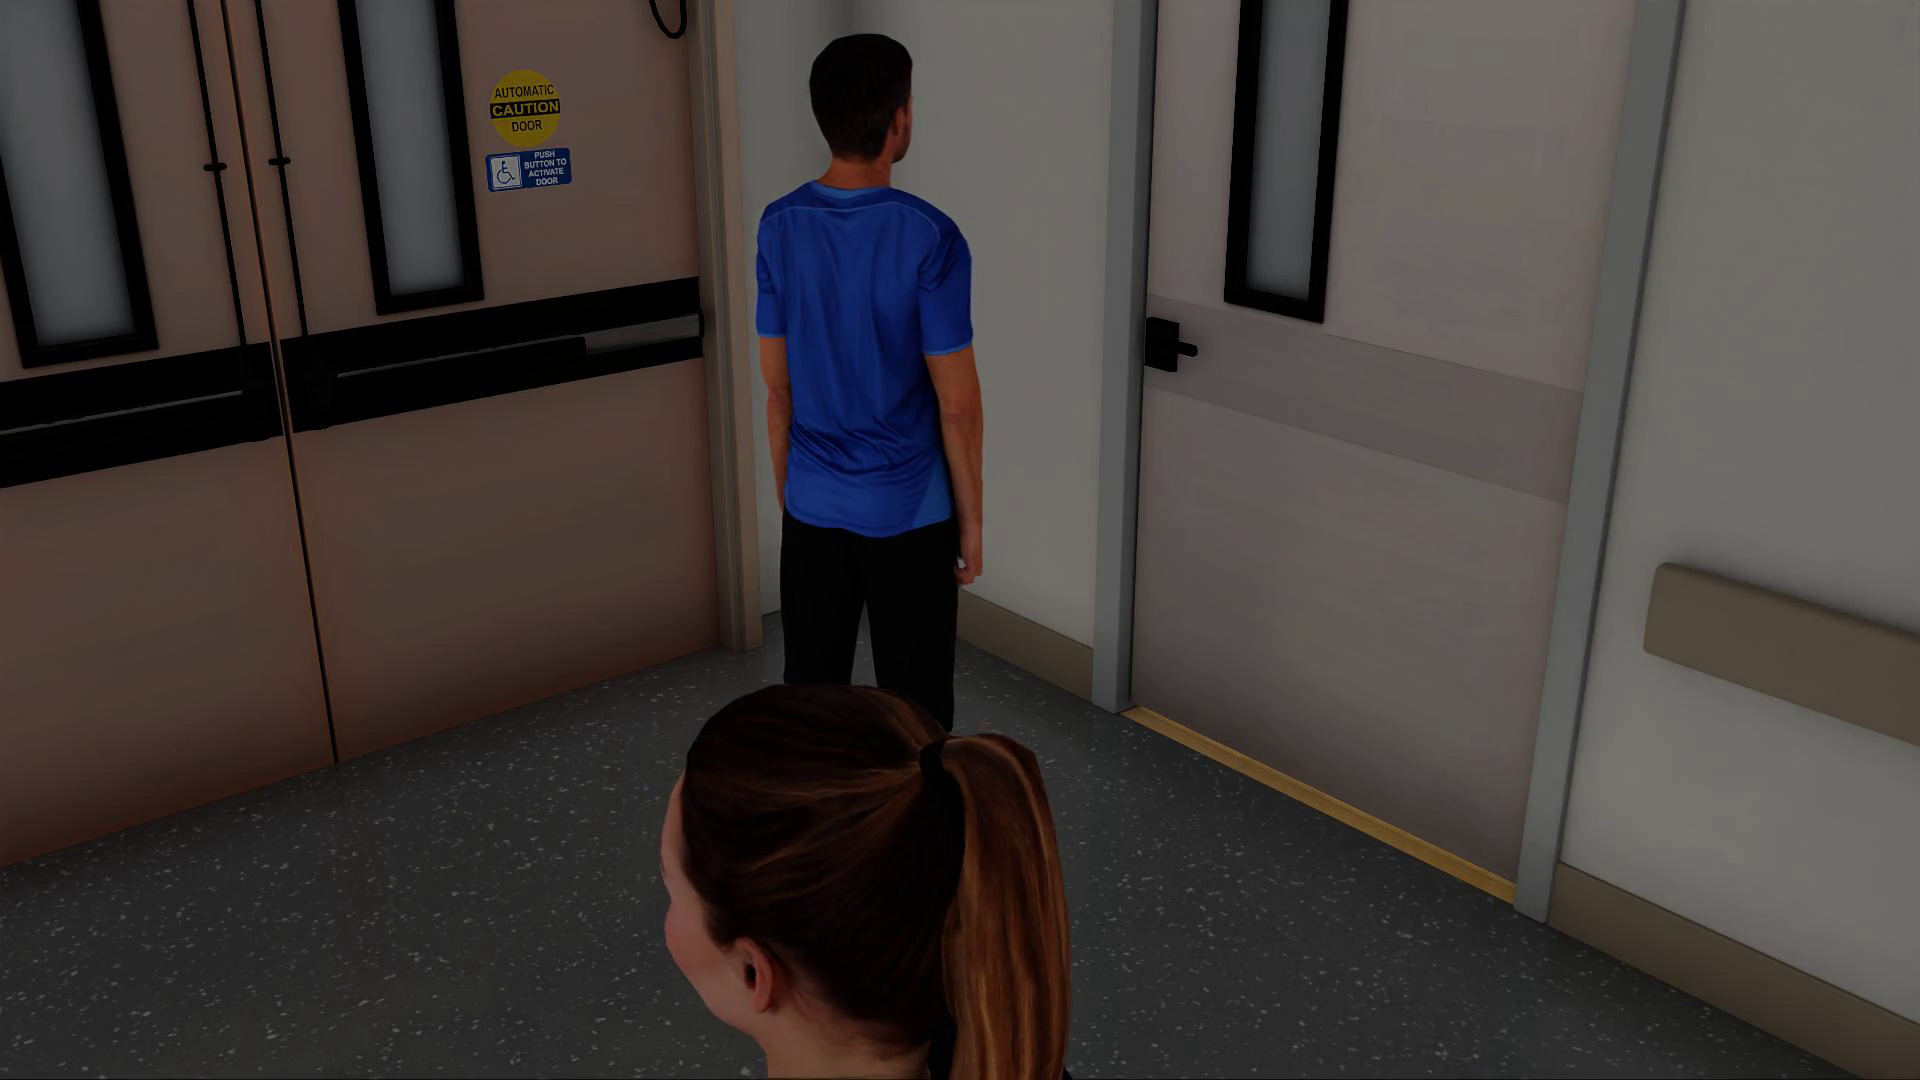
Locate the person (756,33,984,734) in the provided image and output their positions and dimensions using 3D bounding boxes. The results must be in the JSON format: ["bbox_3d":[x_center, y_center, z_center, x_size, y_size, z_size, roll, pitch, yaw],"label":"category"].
[{"bbox_3d":[-0.193,-0.057,3.381,0.651,1.869,0.762,8,22,20],"label":"person"}]

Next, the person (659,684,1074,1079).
[{"bbox_3d":[-0.061,0.866,1.202,0.647,1.686,0.685,14,25,32],"label":"person"}]
